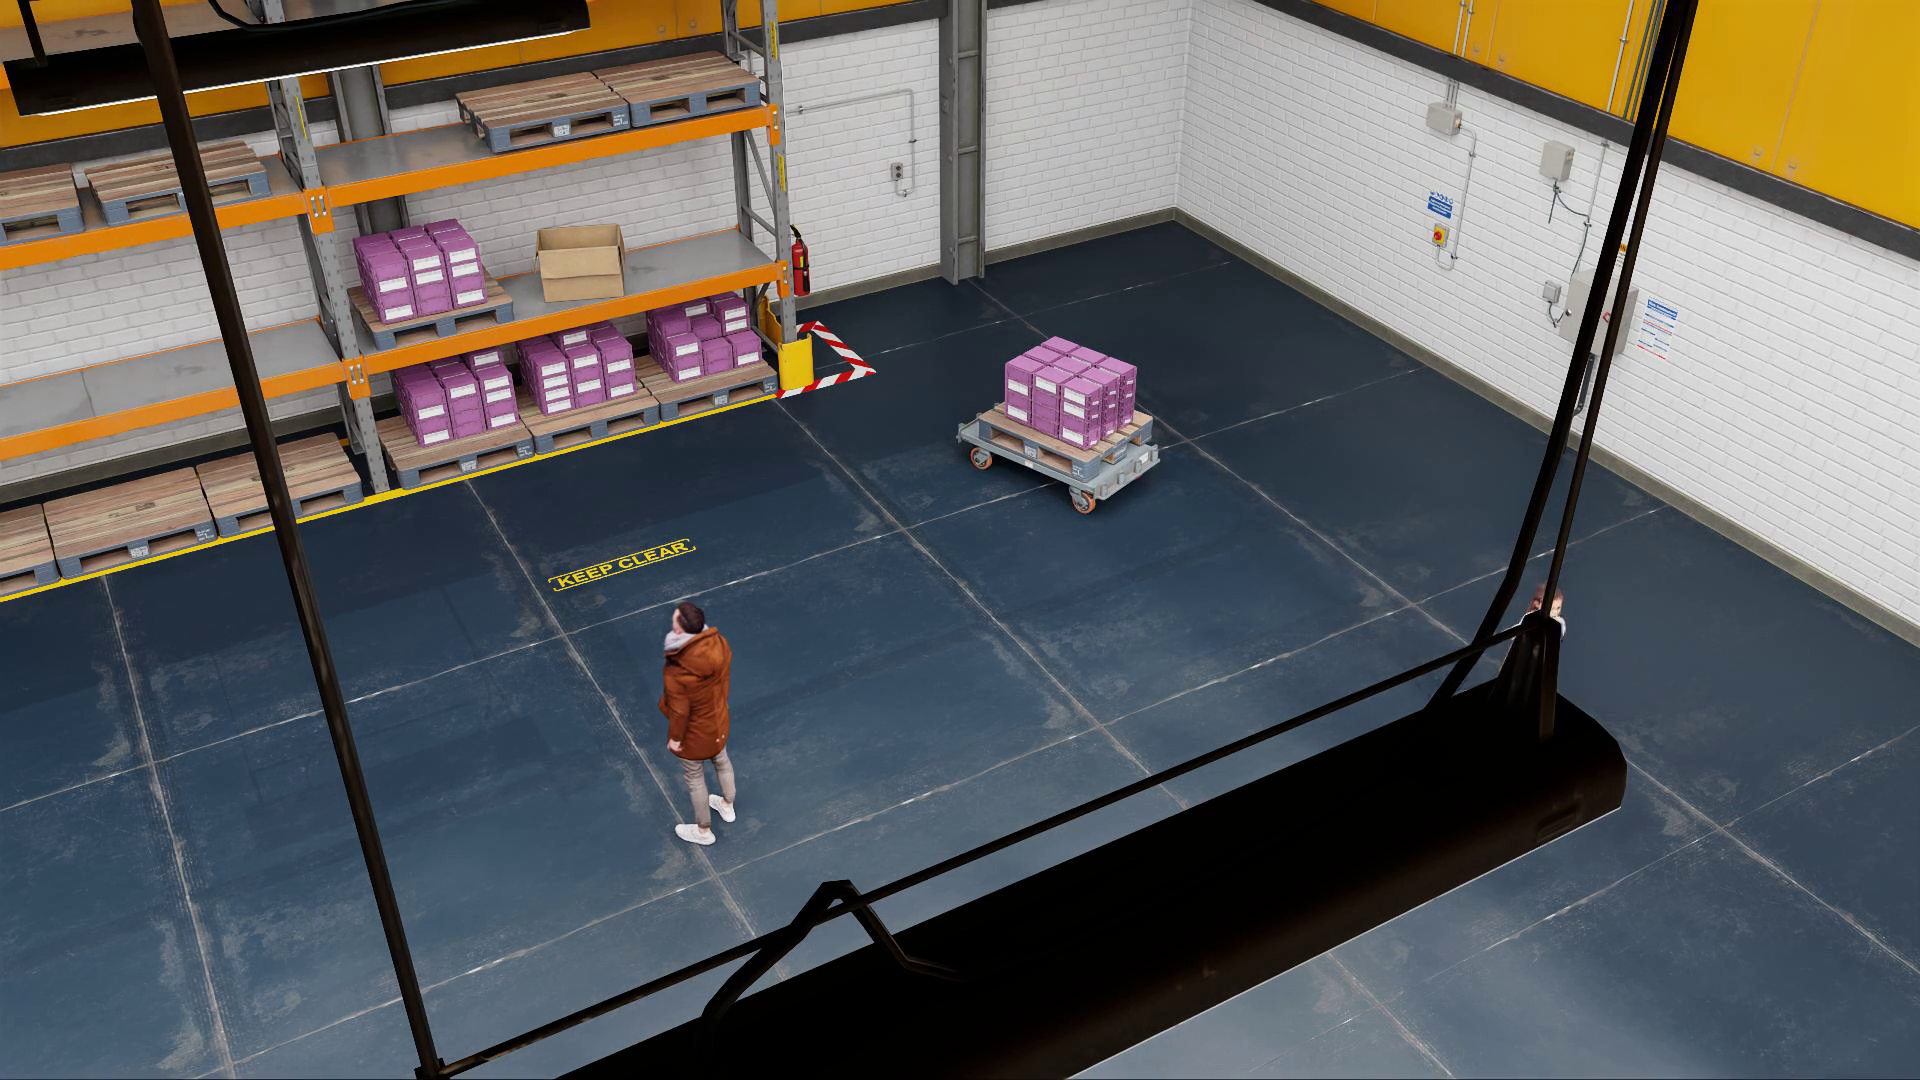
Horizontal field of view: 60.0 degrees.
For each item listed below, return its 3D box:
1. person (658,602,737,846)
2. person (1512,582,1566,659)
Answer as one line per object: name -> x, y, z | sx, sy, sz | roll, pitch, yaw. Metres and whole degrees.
person -> -1.658, 1.159, 10.632 | 0.898, 1.839, 0.809 | 19, 38, 26
person -> 3.806, 0.903, 11.273 | 0.772, 1.555, 0.704 | -10, 35, -14
